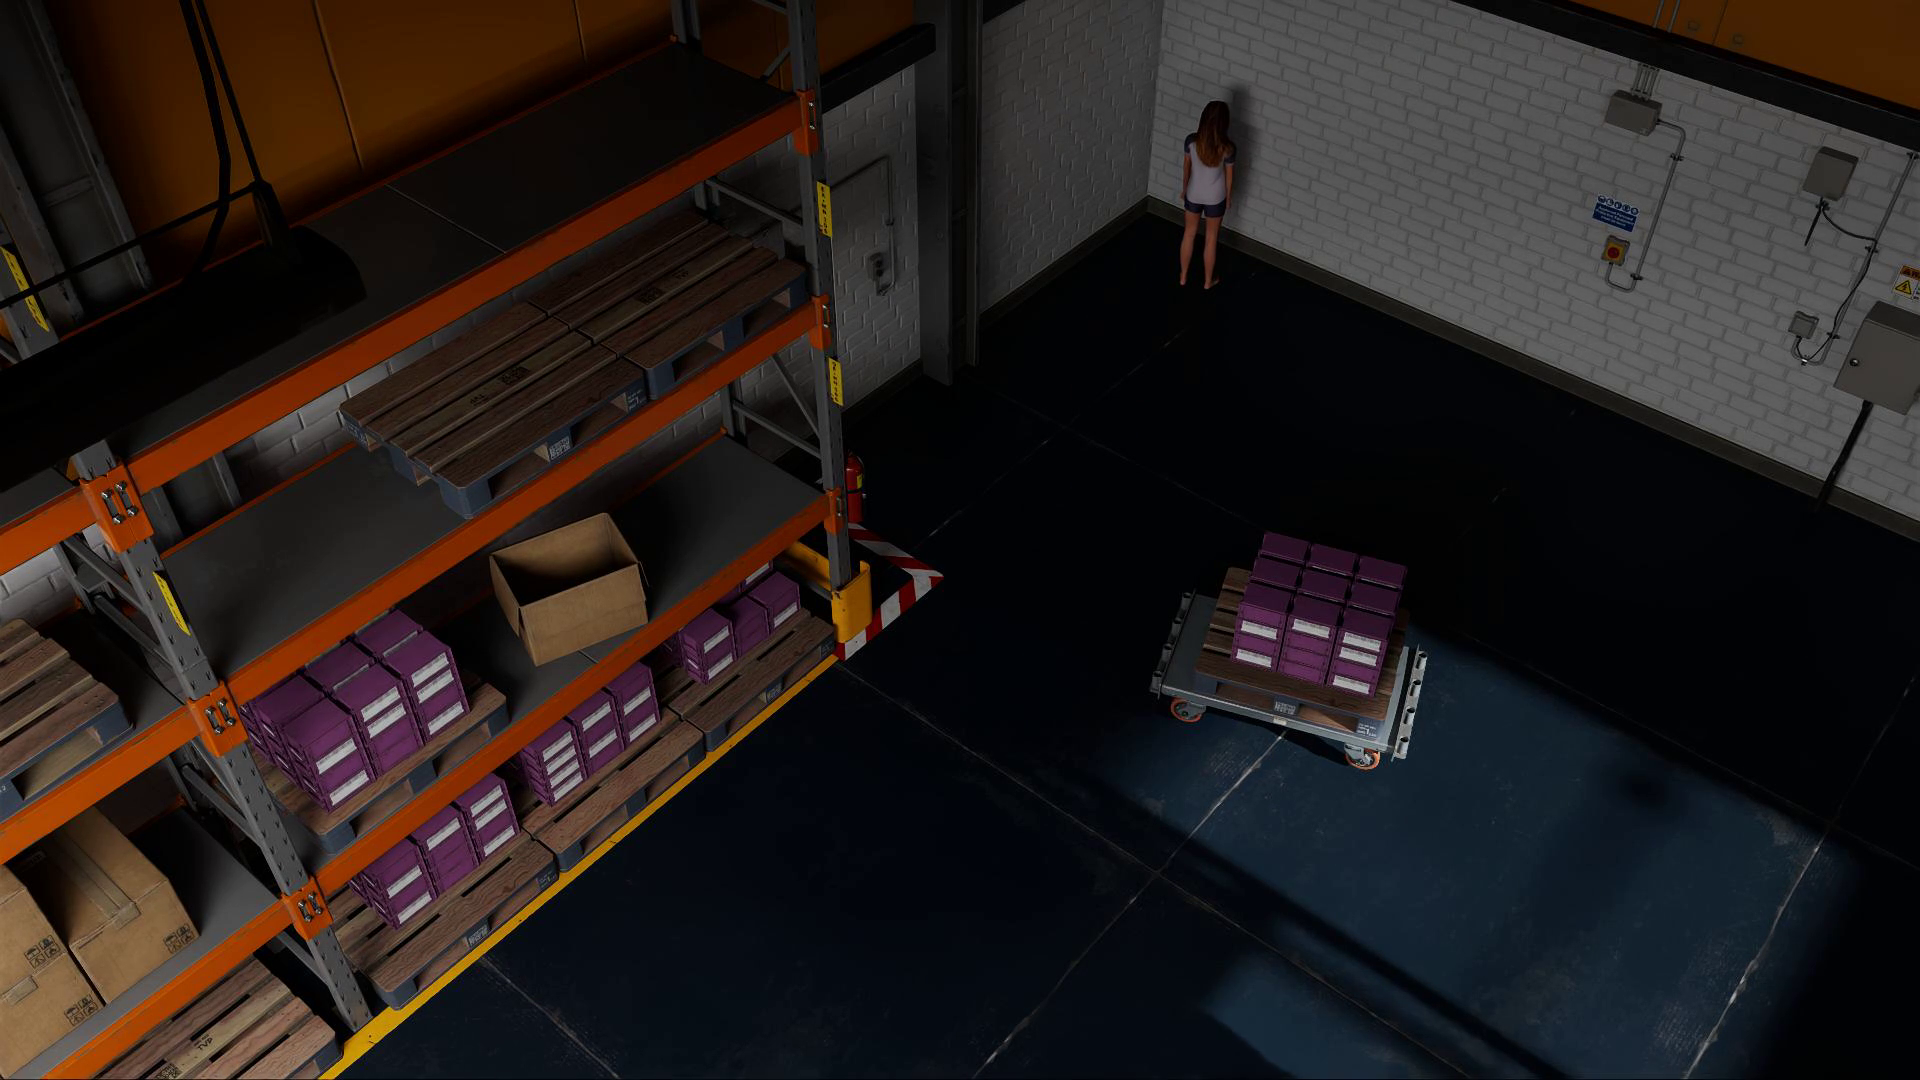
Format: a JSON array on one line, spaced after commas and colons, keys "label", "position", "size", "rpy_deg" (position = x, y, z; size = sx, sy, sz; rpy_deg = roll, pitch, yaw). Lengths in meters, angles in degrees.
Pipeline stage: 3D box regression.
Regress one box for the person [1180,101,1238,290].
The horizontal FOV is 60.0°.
[{"label": "person", "position": [2.062, -2.886, 13.963], "size": [0.655, 1.733, 0.640], "rpy_deg": [16, 46, 16]}]
